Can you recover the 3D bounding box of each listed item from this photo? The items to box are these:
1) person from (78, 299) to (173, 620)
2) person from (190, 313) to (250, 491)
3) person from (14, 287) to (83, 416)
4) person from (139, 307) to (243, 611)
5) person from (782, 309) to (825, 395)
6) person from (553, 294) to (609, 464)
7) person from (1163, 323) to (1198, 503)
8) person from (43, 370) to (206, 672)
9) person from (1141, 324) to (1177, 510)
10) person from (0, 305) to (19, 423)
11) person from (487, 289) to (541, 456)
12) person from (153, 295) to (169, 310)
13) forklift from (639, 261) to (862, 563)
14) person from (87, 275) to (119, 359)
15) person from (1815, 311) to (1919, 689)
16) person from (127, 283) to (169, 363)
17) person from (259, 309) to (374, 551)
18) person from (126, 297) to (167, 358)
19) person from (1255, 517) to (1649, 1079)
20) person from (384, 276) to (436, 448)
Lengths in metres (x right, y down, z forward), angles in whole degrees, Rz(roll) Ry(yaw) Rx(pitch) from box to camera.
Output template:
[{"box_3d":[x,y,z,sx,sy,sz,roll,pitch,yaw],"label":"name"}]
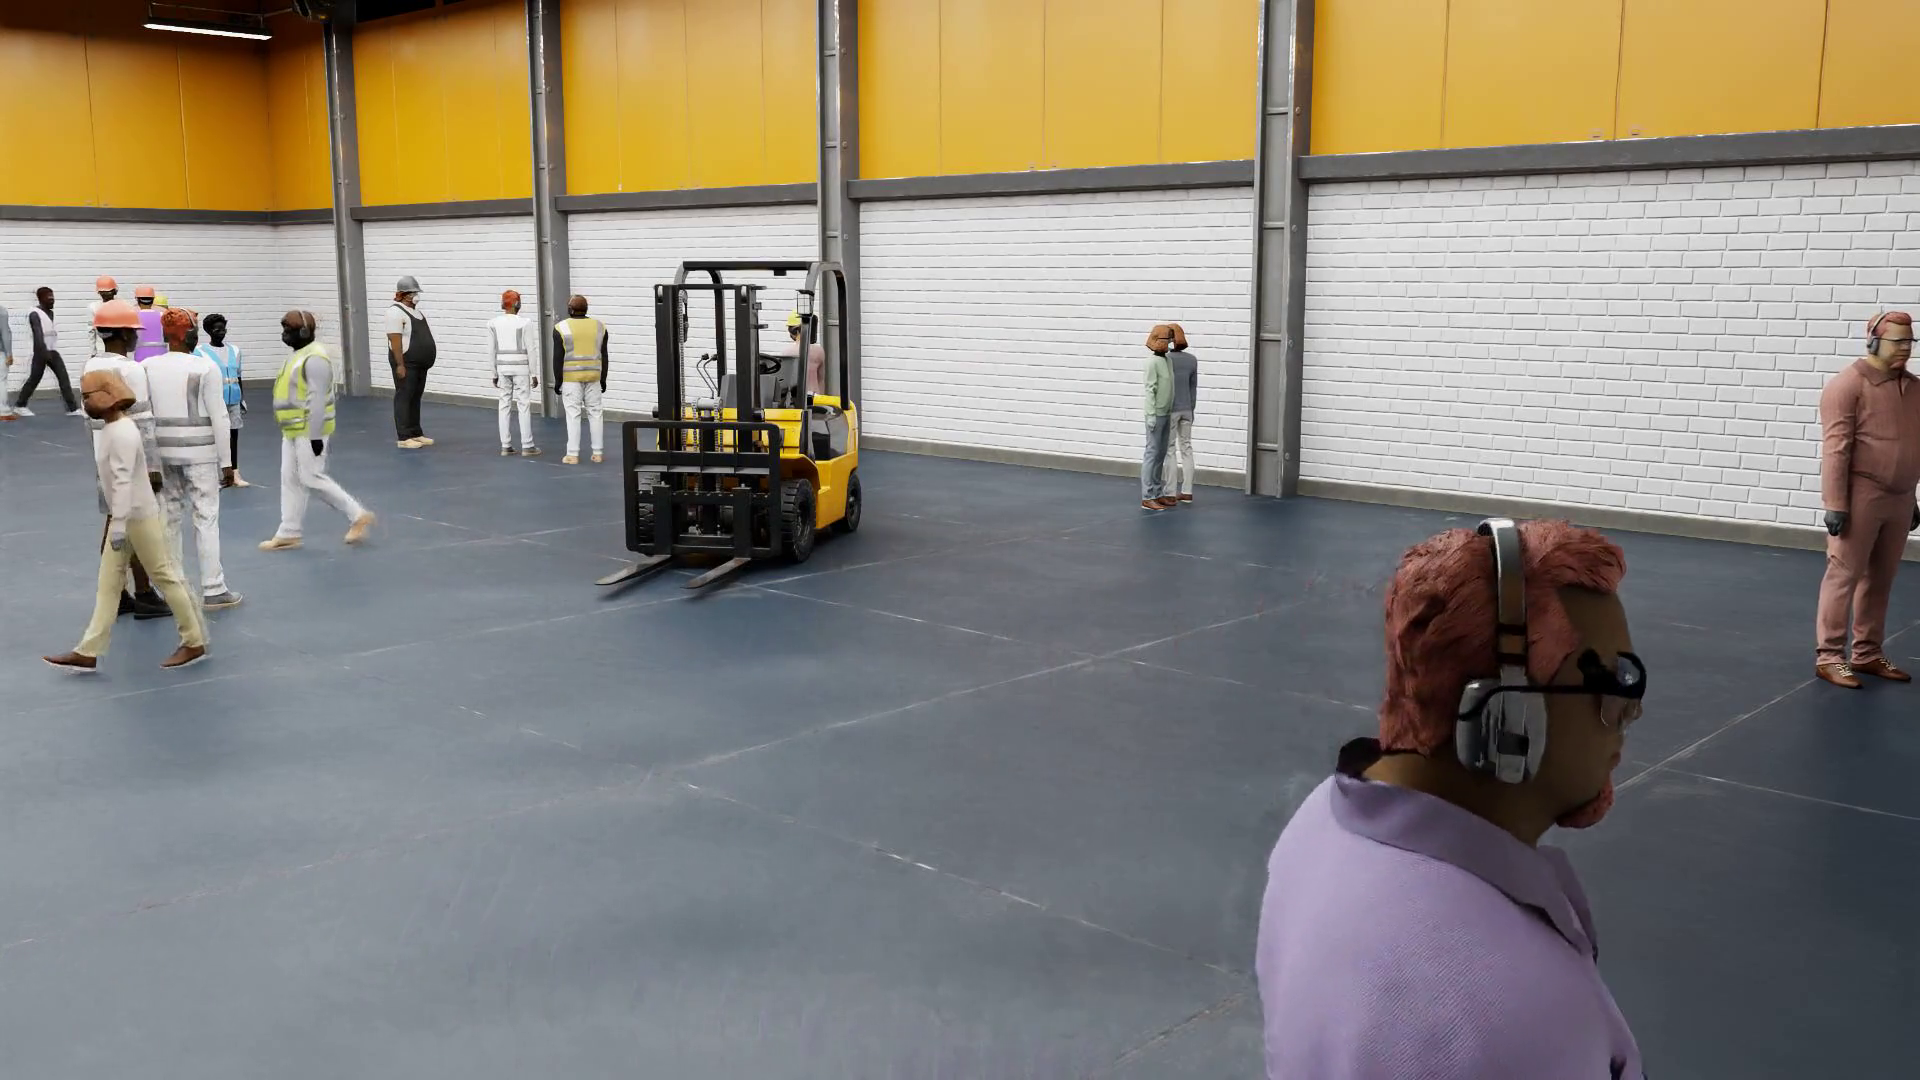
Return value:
[{"box_3d":[-5.046,-0.482,10.092,0.545,1.936,0.361,5,10,27],"label":"person"},{"box_3d":[-7.090,-1.319,15.951,0.315,1.696,0.540,6,11,31],"label":"person"},{"box_3d":[-13.209,-2.710,23.983,1.013,1.877,0.593,0,9,3],"label":"person"},{"box_3d":[-4.801,-0.496,10.334,0.585,1.882,0.337,1,9,7],"label":"person"},{"box_3d":[-1.410,-1.175,14.857,0.323,1.769,0.523,7,12,39],"label":"person"},{"box_3d":[-4.140,-1.750,18.146,0.628,1.846,0.429,-6,11,-33],"label":"person"},{"box_3d":[1.927,-1.132,15.001,0.501,1.631,0.287,-6,11,-34],"label":"person"},{"box_3d":[-4.412,-0.087,8.700,0.823,1.578,0.617,-6,11,-34],"label":"person"},{"box_3d":[1.769,-1.087,14.718,0.277,1.633,0.507,5,10,27],"label":"person"},{"box_3d":[-13.367,-2.578,22.928,0.635,1.937,0.353,0,9,2],"label":"person"},{"box_3d":[-5.063,-1.894,18.896,0.573,1.887,0.356,2,9,12],"label":"person"},{"box_3d":[-11.605,-2.693,24.235,0.297,1.744,0.487,7,12,37],"label":"person"},{"box_3d":[-1.552,-1.040,12.721,1.214,2.155,2.313,2,9,11],"label":"forklift"},{"box_3d":[-11.599,-2.595,22.748,0.609,2.034,0.405,-1,9,-6],"label":"person"},{"box_3d":[4.668,-0.204,8.474,0.652,1.905,0.409,-4,10,-24],"label":"person"},{"box_3d":[-10.030,-2.196,20.589,0.547,1.938,0.379,-7,12,-38],"label":"person"},{"box_3d":[-4.920,-0.830,12.576,0.762,1.823,0.645,-7,11,-35],"label":"person"},{"box_3d":[-10.845,-2.449,22.245,0.655,1.905,0.407,-5,11,-28],"label":"person"},{"box_3d":[0.508,0.916,1.651,0.437,1.893,0.646,1,9,8],"label":"person"},{"box_3d":[-6.512,-2.122,19.826,0.536,2.000,0.673,1,9,6],"label":"person"}]
